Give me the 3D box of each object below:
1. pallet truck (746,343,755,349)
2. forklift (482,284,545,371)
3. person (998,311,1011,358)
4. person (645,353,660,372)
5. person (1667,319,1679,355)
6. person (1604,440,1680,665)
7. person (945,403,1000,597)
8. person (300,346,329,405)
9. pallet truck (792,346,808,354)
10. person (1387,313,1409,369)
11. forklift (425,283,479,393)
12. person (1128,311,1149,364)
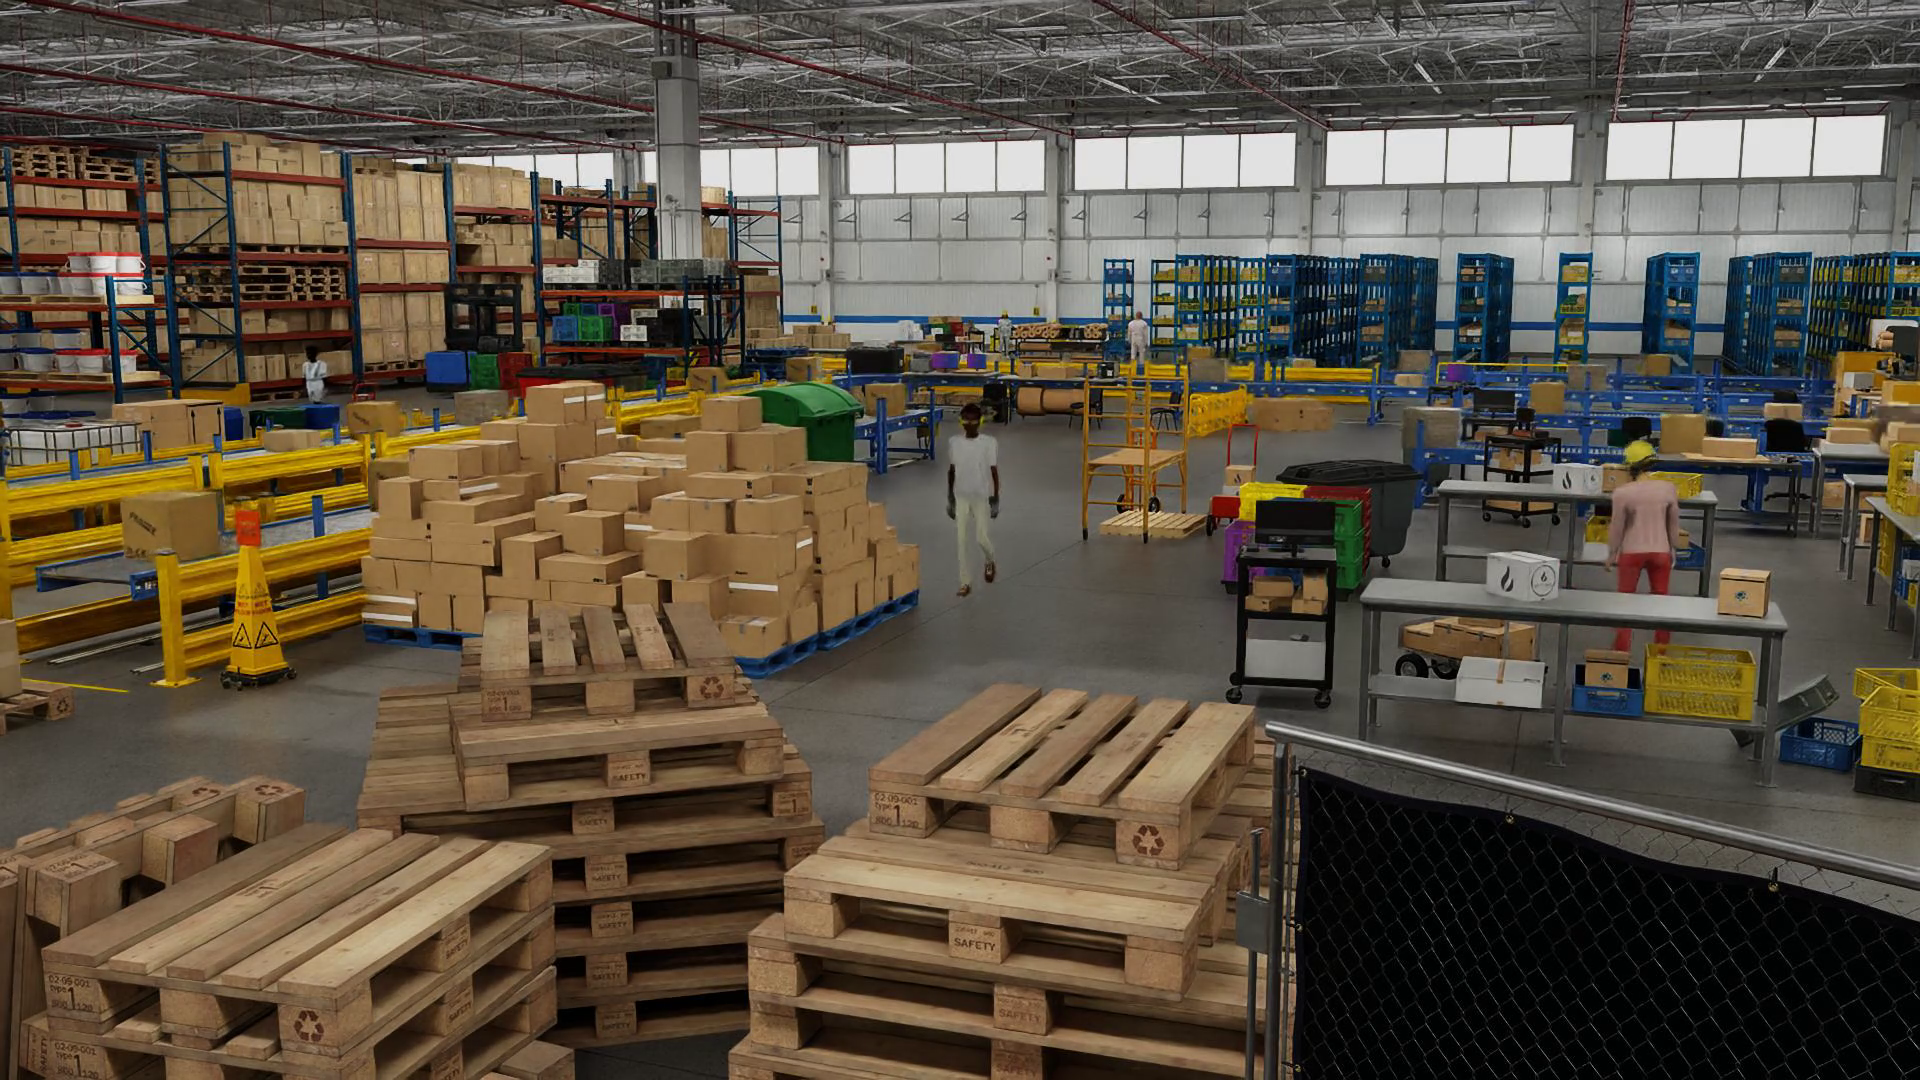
[{"bbox_3d":[-6.183,-4.618,44.264,1.601,1.201,0.680,-9,12,-43],"label":"pallet truck"},{"bbox_3d":[-10.832,-4.702,39.610,1.129,2.768,1.873,3,10,20],"label":"forklift"},{"bbox_3d":[1.632,-7.510,60.802,0.486,1.744,0.294,-1,9,-5],"label":"person"},{"bbox_3d":[-8.226,-4.896,44.734,0.501,1.631,0.287,0,9,2],"label":"person"},{"bbox_3d":[20.621,-5.532,48.117,0.455,1.824,0.590,4,10,23],"label":"person"},{"bbox_3d":[5.321,0.099,12.962,0.531,1.767,0.331,0,9,3],"label":"person"},{"bbox_3d":[0.131,-0.402,15.856,0.526,1.853,0.632,3,9,16],"label":"person"},{"bbox_3d":[-12.456,-2.875,31.929,0.550,1.664,0.764,4,10,21],"label":"person"},{"bbox_3d":[-3.705,-4.298,42.022,0.653,1.274,1.630,3,10,20],"label":"pallet truck"},{"bbox_3d":[13.527,-6.162,51.622,0.654,1.964,0.850,-3,9,-15],"label":"person"},{"bbox_3d":[-12.767,-5.184,42.637,1.129,2.768,1.873,3,10,20],"label":"forklift"},{"bbox_3d":[5.602,-6.209,52.127,0.651,1.906,0.402,4,10,24],"label":"person"}]
